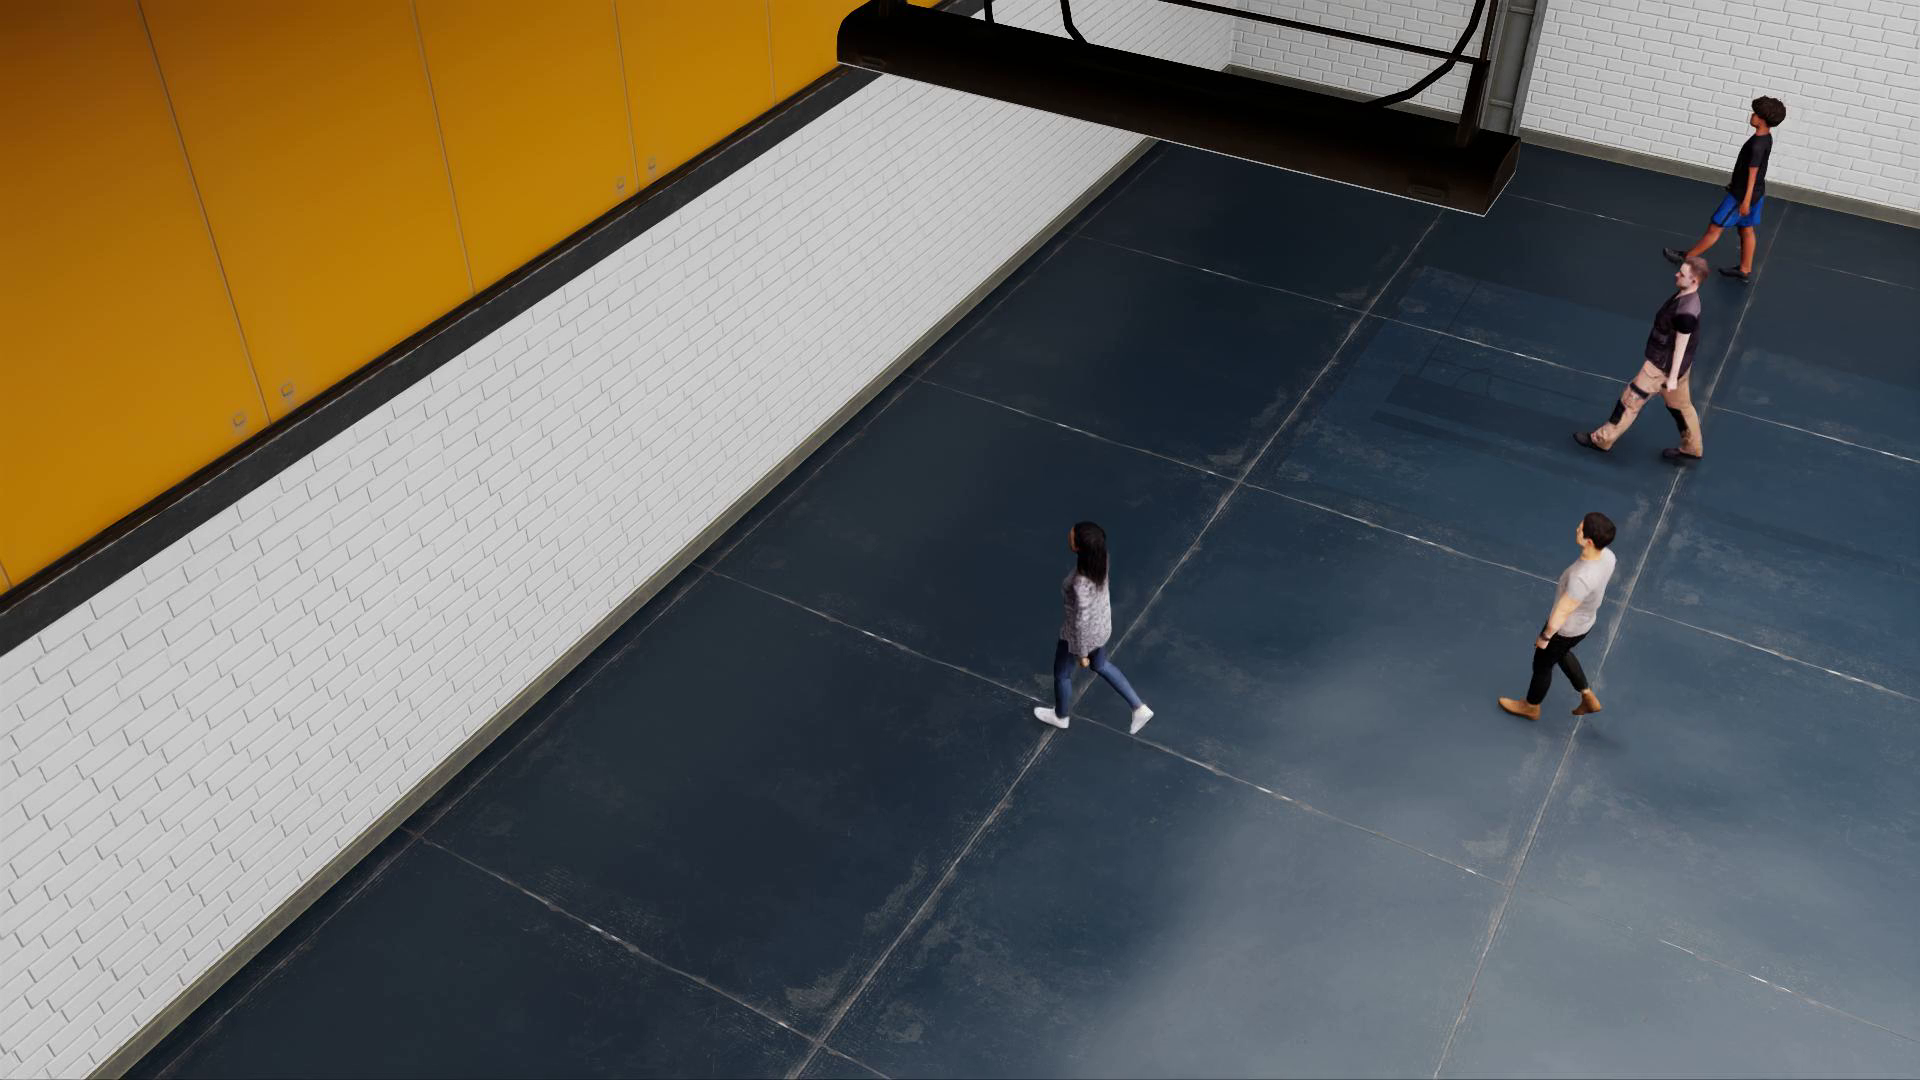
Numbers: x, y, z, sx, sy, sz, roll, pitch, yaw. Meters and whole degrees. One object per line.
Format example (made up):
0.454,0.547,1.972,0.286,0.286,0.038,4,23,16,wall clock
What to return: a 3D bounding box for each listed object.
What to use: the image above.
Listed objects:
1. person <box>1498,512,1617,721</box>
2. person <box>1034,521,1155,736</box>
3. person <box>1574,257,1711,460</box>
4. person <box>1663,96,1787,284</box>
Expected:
3.933,0.551,10.587,0.901,1.710,0.713,29,47,31,person
0.877,0.605,10.522,1.010,1.709,0.614,20,43,23,person
5.585,-1.338,12.889,1.230,1.790,0.759,15,41,18,person
7.256,-3.140,15.166,1.033,1.763,0.652,22,43,25,person
